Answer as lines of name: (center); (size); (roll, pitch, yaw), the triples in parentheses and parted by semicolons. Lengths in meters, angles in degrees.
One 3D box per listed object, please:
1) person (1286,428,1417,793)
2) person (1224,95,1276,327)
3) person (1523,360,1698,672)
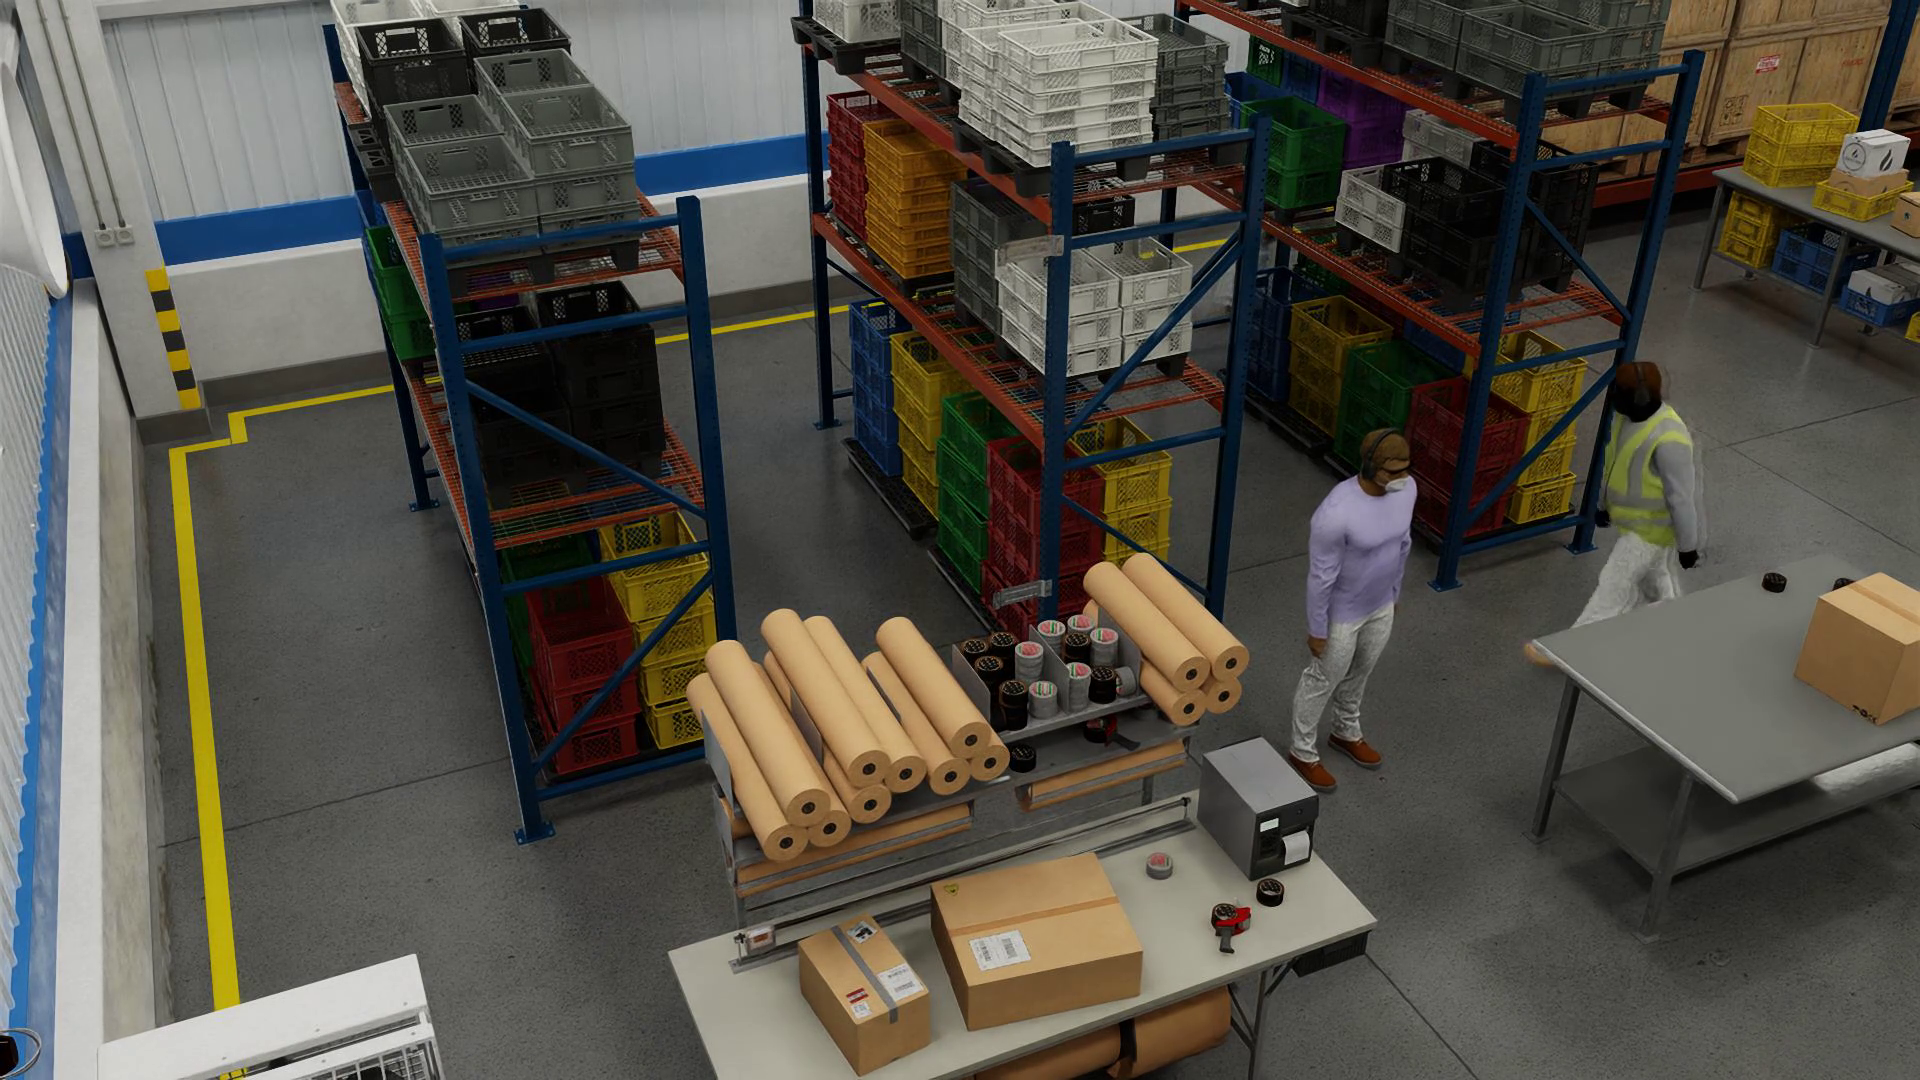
person: (1.860, 0.318, 7.857); (0.629, 1.931, 0.358); (-21, 37, -30)
person: (2.266, -2.515, 12.507); (0.356, 1.884, 0.581); (-8, 32, -13)
person: (3.504, -0.097, 8.690); (0.954, 1.767, 0.657); (1, 32, 1)
